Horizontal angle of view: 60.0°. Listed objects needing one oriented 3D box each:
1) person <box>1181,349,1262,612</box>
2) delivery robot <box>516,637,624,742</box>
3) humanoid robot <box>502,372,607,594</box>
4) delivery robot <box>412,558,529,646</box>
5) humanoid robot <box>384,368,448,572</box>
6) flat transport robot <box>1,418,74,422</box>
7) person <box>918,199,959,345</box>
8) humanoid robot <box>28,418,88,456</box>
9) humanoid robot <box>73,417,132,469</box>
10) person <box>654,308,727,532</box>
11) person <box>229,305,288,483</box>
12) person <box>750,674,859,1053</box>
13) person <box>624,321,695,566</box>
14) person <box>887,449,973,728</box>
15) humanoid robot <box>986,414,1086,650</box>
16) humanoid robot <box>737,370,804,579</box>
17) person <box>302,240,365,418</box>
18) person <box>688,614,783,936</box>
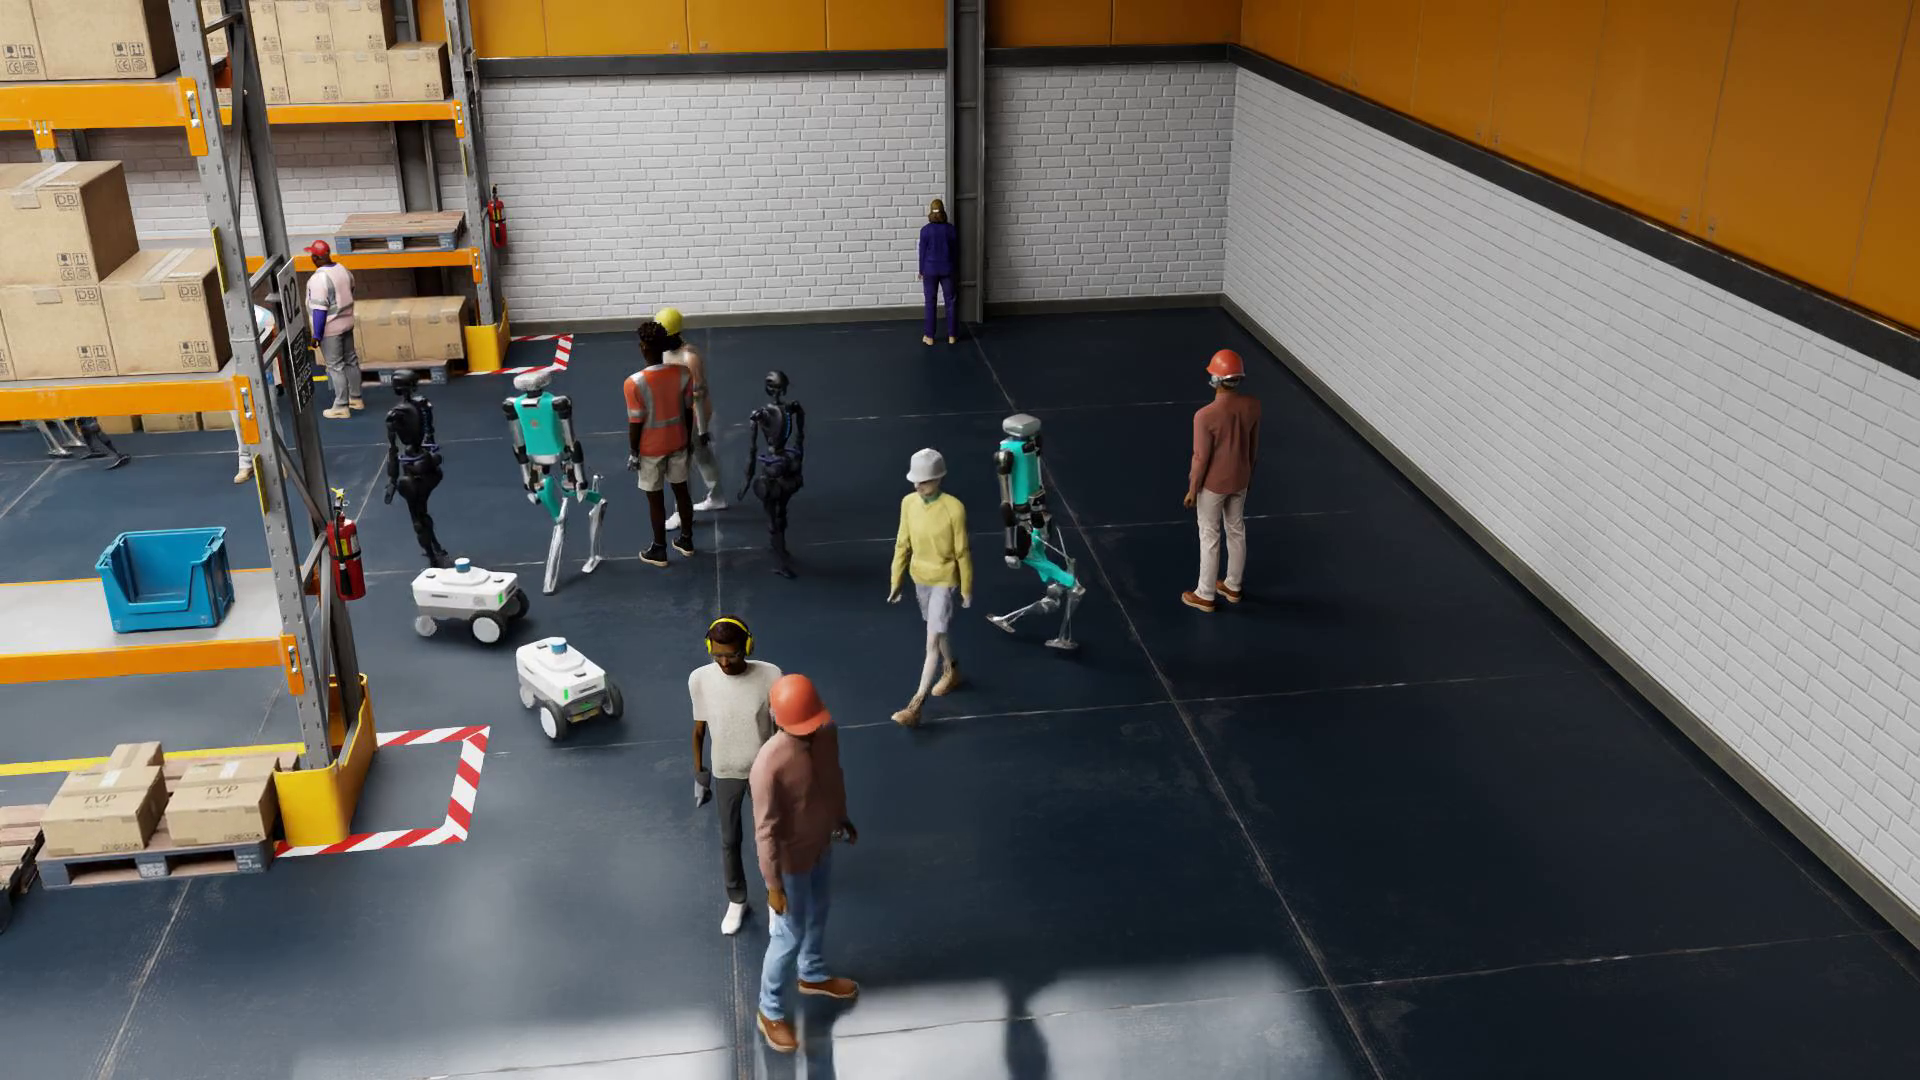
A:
[{"bbox_3d":[1.917,-0.435,12.242,0.610,1.995,0.375,-14,27,-29],"label":"person"},{"bbox_3d":[-2.593,0.941,10.911,0.499,0.606,0.796,-19,30,-37],"label":"delivery robot"},{"bbox_3d":[-3.048,-0.504,12.758,0.584,1.779,0.888,5,24,10],"label":"humanoid robot"},{"bbox_3d":[-3.560,0.432,12.077,0.814,0.611,0.499,3,24,8],"label":"delivery robot"},{"bbox_3d":[-4.222,-0.529,12.849,0.365,1.656,0.588,7,25,16],"label":"humanoid robot"},{"bbox_3d":[-9.418,-1.327,16.419,1.431,0.231,0.659,-3,24,-7],"label":"flat transport robot"},{"bbox_3d":[-0.236,-2.985,18.513,0.456,1.619,0.352,-4,24,-9],"label":"person"},{"bbox_3d":[-8.377,-1.637,15.231,0.722,1.730,0.537,1,24,3],"label":"humanoid robot"},{"bbox_3d":[-7.888,-1.469,14.994,0.392,1.635,0.612,-21,31,-39],"label":"humanoid robot"},{"bbox_3d":[-2.272,-1.006,13.692,0.788,1.882,0.681,-12,26,-25],"label":"person"},{"bbox_3d":[-6.257,-1.393,14.614,0.635,1.841,0.429,-1,24,-2],"label":"person"},{"bbox_3d":[-0.736,1.474,7.929,0.396,1.974,0.701,11,26,24],"label":"person"},{"bbox_3d":[-2.339,-0.754,13.006,0.609,1.965,0.364,-21,32,-40],"label":"person"},{"bbox_3d":[-0.234,0.291,10.778,0.519,1.839,0.970,15,28,30],"label":"person"},{"bbox_3d":[0.612,0.011,11.569,1.001,1.740,0.539,13,27,28],"label":"humanoid robot"},{"bbox_3d":[-1.484,-0.529,12.868,0.545,1.648,0.603,21,31,39],"label":"humanoid robot"},{"bbox_3d":[-6.133,-2.067,16.257,0.420,1.756,0.598,6,24,13],"label":"person"},{"bbox_3d":[-1.128,1.226,8.637,0.516,1.856,0.352,-1,24,-2],"label":"person"}]
